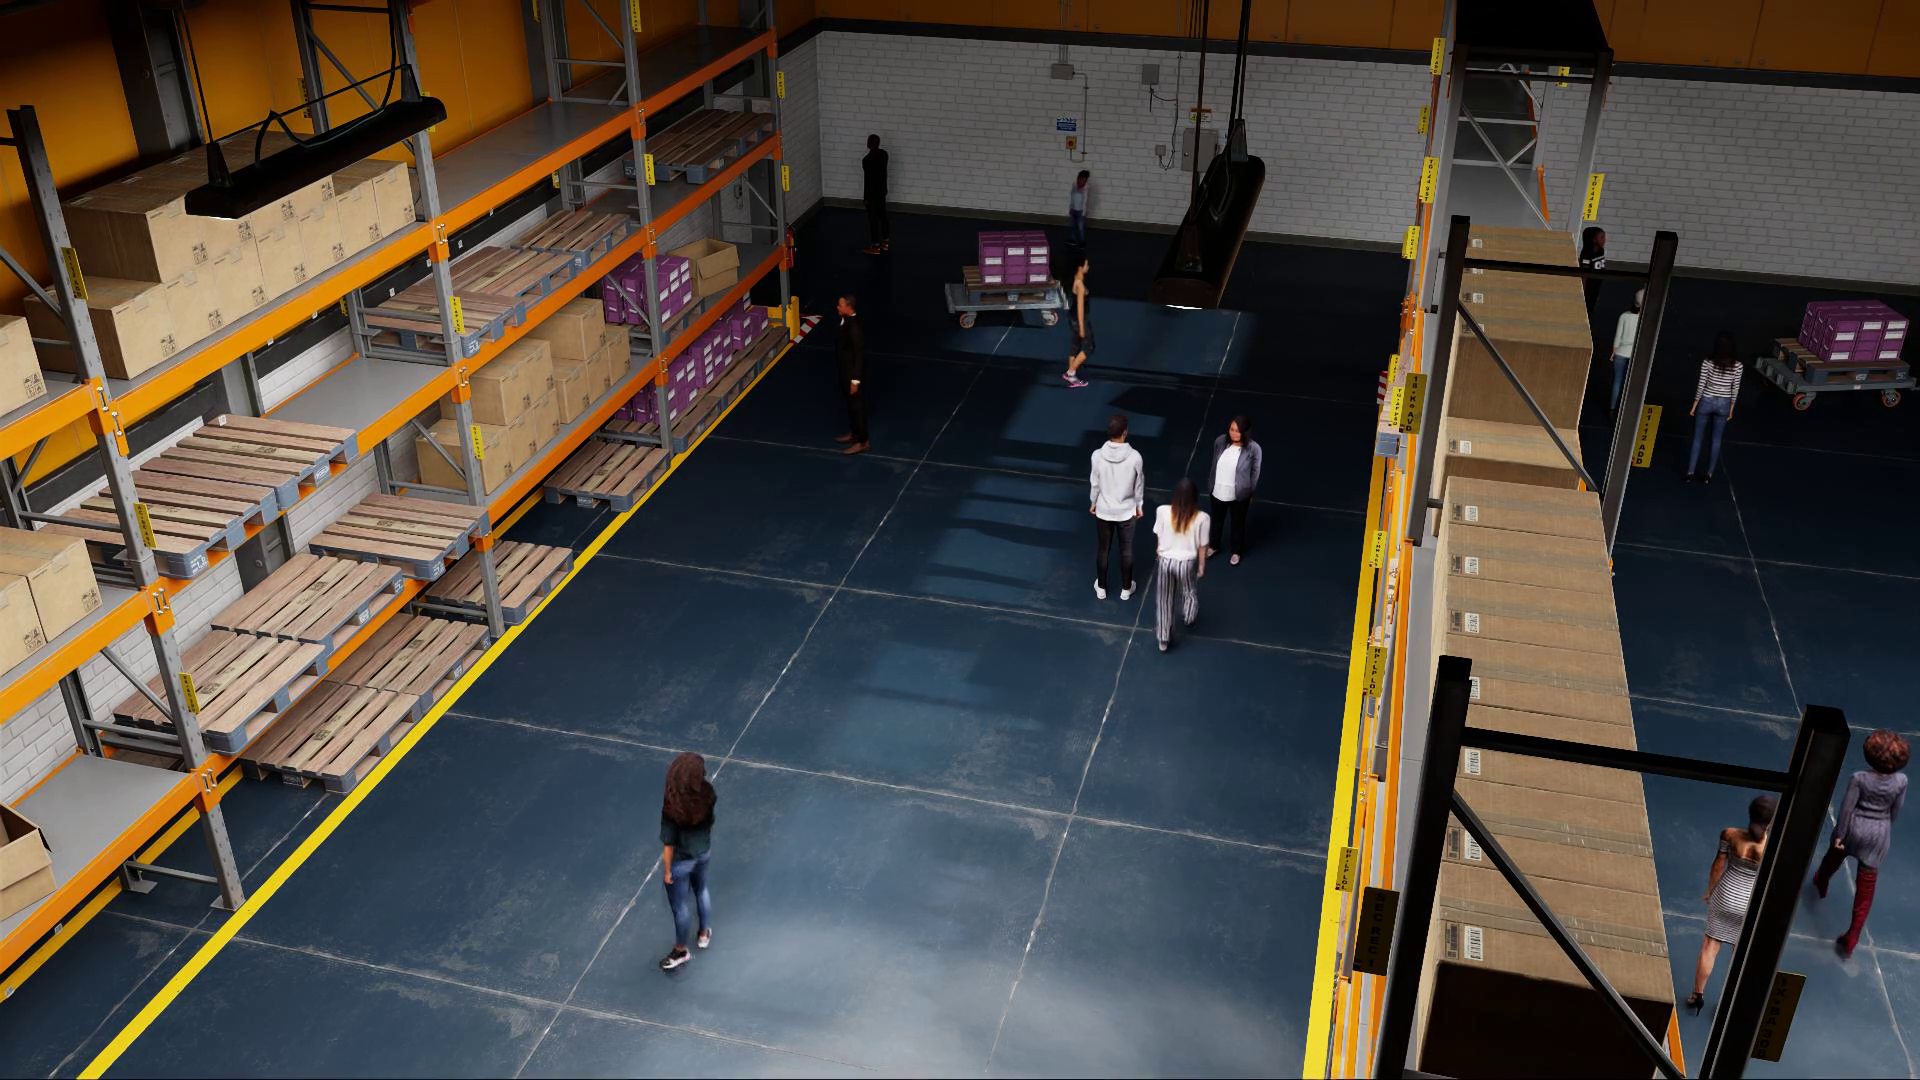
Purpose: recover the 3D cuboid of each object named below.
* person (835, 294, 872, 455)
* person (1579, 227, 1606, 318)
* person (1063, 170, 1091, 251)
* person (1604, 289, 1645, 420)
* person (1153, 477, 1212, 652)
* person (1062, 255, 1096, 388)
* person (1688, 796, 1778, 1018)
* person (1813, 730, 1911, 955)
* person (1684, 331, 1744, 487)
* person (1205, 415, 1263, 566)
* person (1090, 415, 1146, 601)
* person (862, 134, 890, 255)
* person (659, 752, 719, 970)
[{"bbox_3d":[-1.233,-1.922,19.104,0.846,1.904,0.726,-7,29,-12],"label":"person"},{"bbox_3d":[8.178,-3.235,21.697,0.774,1.726,0.683,26,38,38],"label":"person"},{"bbox_3d":[1.810,-5.127,25.674,0.634,1.239,0.690,-23,36,-35],"label":"person"},{"bbox_3d":[8.039,-2.240,19.957,0.564,1.645,0.491,7,29,12],"label":"person"},{"bbox_3d":[2.003,0.254,15.394,0.679,1.637,1.009,7,29,12],"label":"person"},{"bbox_3d":[1.391,-2.700,20.719,0.756,1.723,0.678,-5,29,-10],"label":"person"},{"bbox_3d":[5.208,2.471,11.135,0.660,1.824,0.636,17,33,28],"label":"person"},{"bbox_3d":[6.454,2.173,11.844,0.575,1.667,1.077,7,29,13],"label":"person"},{"bbox_3d":[8.293,-1.437,18.330,0.588,1.794,0.486,8,30,15],"label":"person"},{"bbox_3d":[2.751,-0.520,16.854,0.723,1.597,0.720,14,31,23],"label":"person"},{"bbox_3d":[1.515,-0.310,16.124,0.694,1.928,0.611,5,29,9],"label":"person"},{"bbox_3d":[-1.276,-5.284,25.358,0.831,1.817,0.675,19,34,31],"label":"person"},{"bbox_3d":[-1.934,2.264,11.758,0.924,1.591,0.732,16,33,27],"label":"person"}]
